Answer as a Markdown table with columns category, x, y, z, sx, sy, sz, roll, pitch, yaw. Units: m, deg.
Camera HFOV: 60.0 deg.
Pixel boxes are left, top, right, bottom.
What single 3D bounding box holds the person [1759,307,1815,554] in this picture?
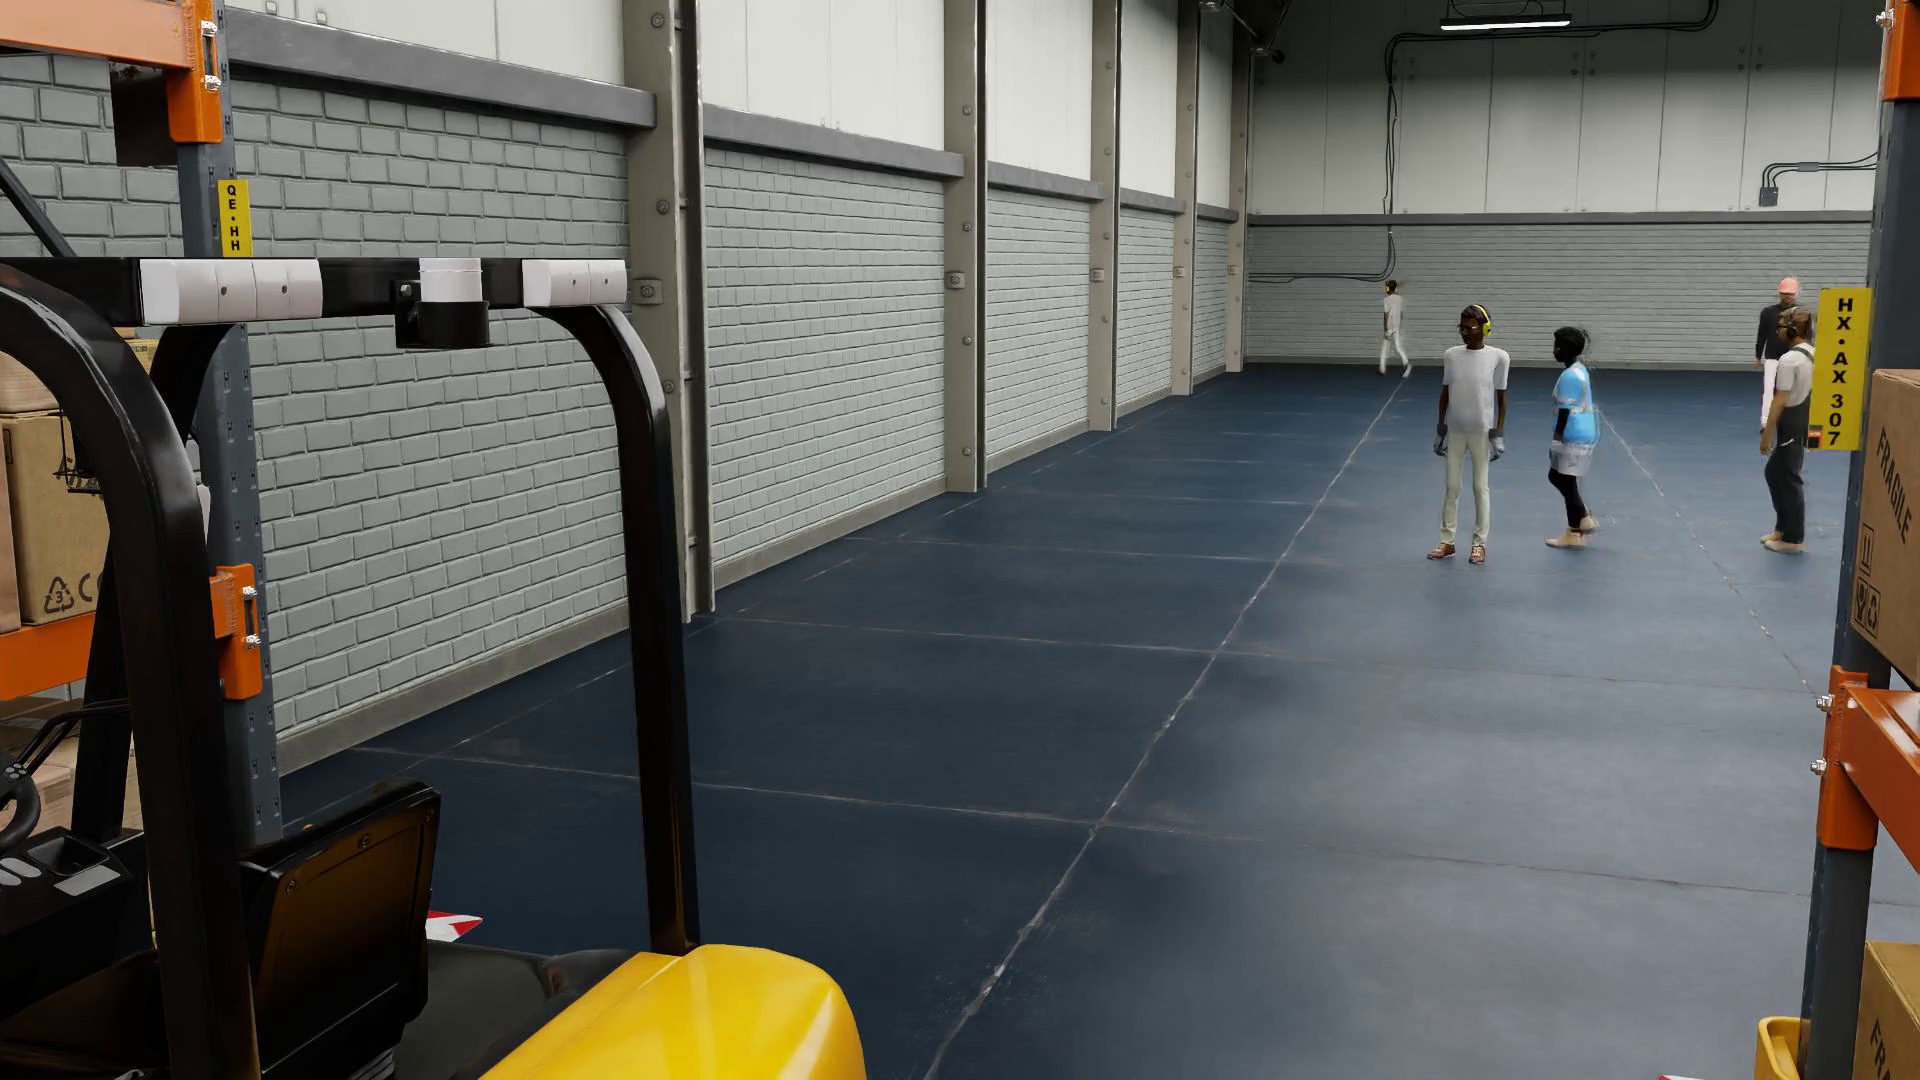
| category | x | y | z | sx | sy | sz | roll | pitch | yaw |
| --- | --- | --- | --- | --- | --- | --- | --- | --- | --- |
| person | 6.144 | -0.813 | 12.400 | 0.548 | 1.829 | 0.516 | -8 | 13 | -40 |

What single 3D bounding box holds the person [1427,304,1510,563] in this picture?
| category | x | y | z | sx | sy | sz | roll | pitch | yaw |
| --- | --- | --- | --- | --- | --- | --- | --- | --- | --- |
| person | 3.678 | -0.763 | 12.013 | 0.518 | 1.865 | 0.326 | 7 | 12 | 36 |

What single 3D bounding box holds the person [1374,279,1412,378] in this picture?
| category | x | y | z | sx | sy | sz | roll | pitch | yaw |
| --- | --- | --- | --- | --- | --- | --- | --- | --- | --- |
| person | 8.116 | -3.950 | 31.079 | 0.523 | 1.843 | 0.824 | -4 | 11 | -25 |

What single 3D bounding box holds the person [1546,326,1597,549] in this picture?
| category | x | y | z | sx | sy | sz | roll | pitch | yaw |
| --- | --- | --- | --- | --- | --- | --- | --- | --- | --- |
| person | 4.617 | -0.768 | 12.574 | 0.352 | 1.678 | 0.560 | 4 | 10 | 23 |

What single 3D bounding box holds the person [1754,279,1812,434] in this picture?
| category | x | y | z | sx | sy | sz | roll | pitch | yaw |
| --- | --- | --- | --- | --- | --- | --- | --- | --- | --- |
| person | 10.329 | -2.292 | 20.877 | 0.642 | 1.947 | 0.924 | 5 | 11 | 27 |
